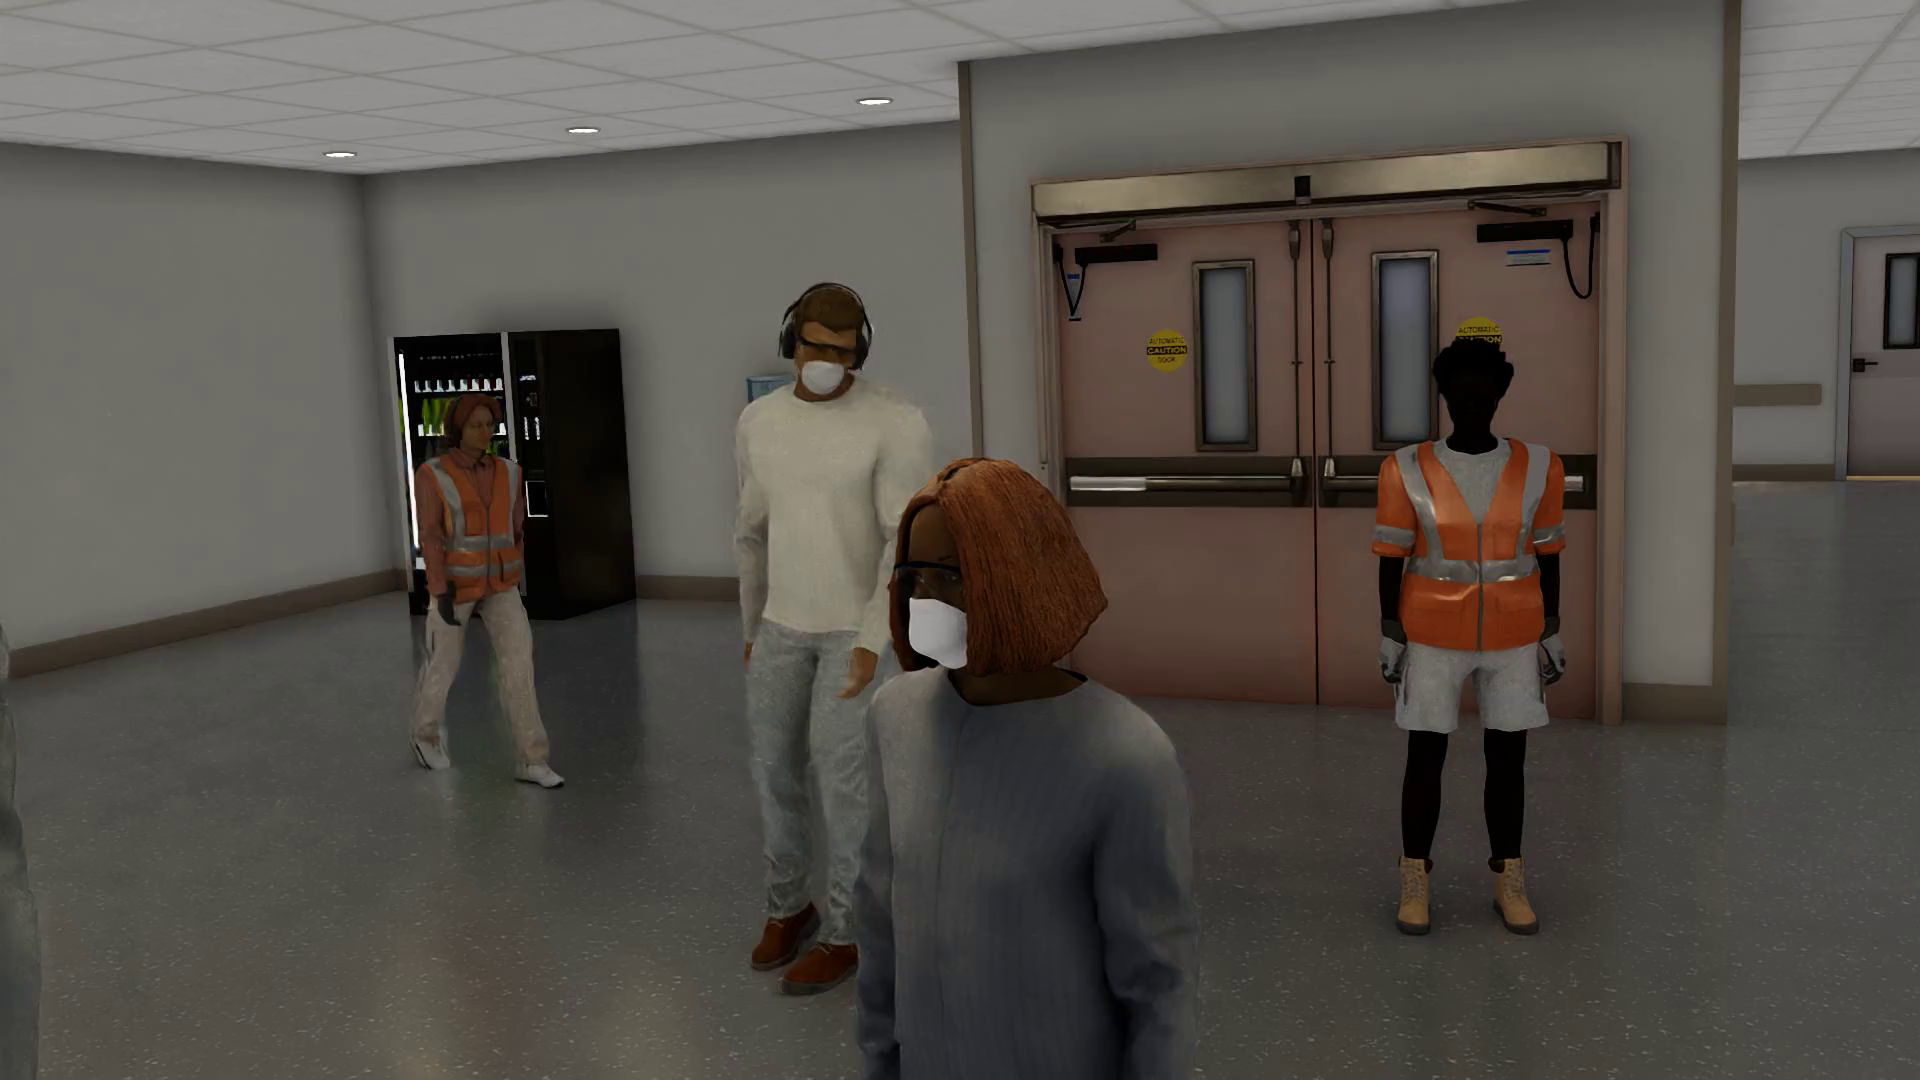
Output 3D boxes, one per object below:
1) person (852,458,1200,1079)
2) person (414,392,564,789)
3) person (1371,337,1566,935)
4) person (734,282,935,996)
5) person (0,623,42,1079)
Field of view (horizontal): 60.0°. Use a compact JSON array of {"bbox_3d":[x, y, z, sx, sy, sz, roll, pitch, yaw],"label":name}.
[{"bbox_3d":[0.063,0.713,2.033,0.504,1.633,0.279,4,10,41],"label":"person"},{"bbox_3d":[-2.001,0.194,6.804,0.506,1.596,0.876,-9,10,-44],"label":"person"},{"bbox_3d":[1.445,0.276,4.712,0.540,1.697,0.317,-1,7,7],"label":"person"},{"bbox_3d":[-0.376,0.271,4.500,0.670,1.913,0.484,2,9,31],"label":"person"},{"bbox_3d":[-1.316,0.651,1.774,0.637,1.933,0.362,-4,8,-11],"label":"person"}]
